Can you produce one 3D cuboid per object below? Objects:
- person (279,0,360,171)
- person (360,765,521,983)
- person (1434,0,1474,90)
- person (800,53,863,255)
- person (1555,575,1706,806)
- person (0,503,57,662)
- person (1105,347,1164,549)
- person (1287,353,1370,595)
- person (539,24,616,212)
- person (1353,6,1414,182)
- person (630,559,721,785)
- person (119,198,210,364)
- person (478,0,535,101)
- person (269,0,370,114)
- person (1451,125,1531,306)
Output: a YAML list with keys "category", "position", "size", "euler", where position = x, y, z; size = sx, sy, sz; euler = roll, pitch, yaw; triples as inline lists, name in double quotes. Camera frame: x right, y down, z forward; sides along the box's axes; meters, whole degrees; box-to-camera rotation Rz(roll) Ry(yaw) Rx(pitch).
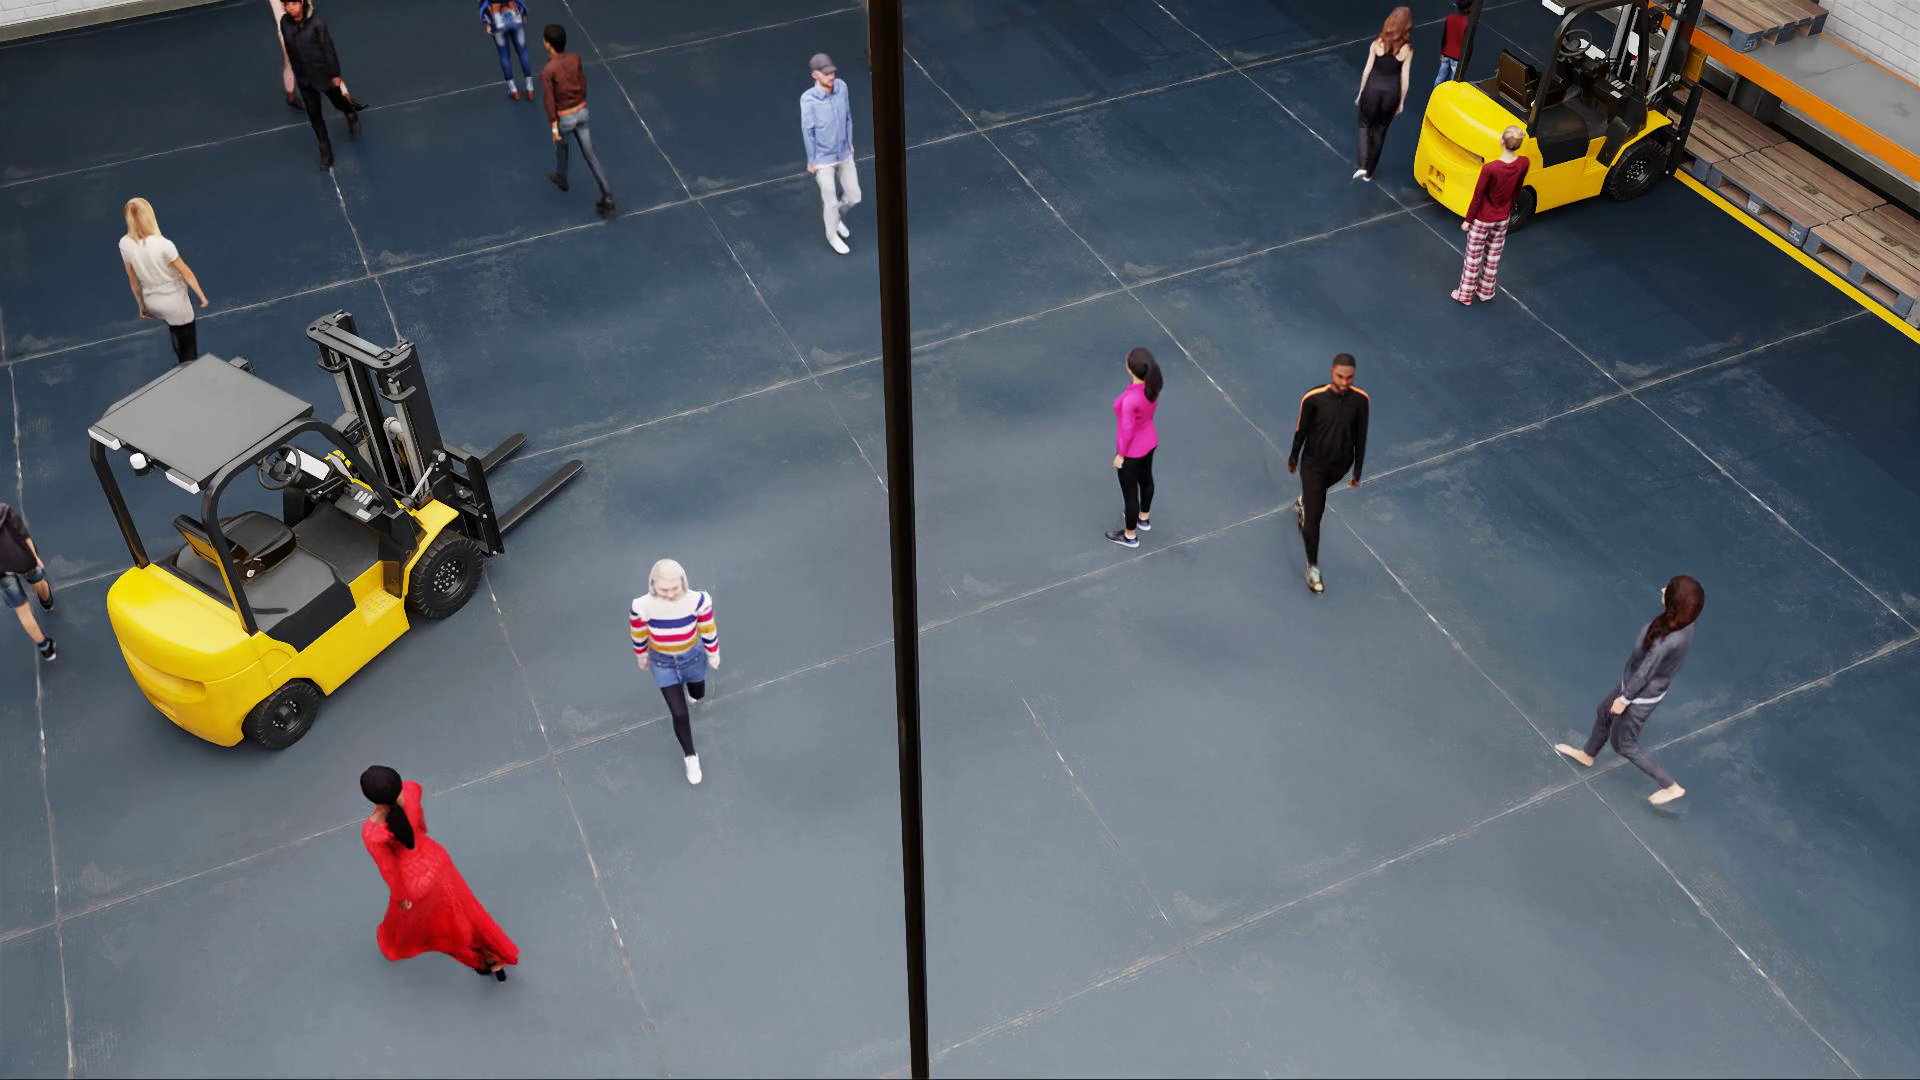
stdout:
- category: "person"
  position: [-6.059, -4.459, 15.713]
  size: [0.942, 1.752, 1.210]
  euler: [-1, 44, -1]
- category: "person"
  position: [-2.881, 1.866, 9.094]
  size: [1.200, 1.735, 1.110]
  euler: [16, 46, 16]
- category: "person"
  position: [4.890, -4.798, 16.429]
  size: [0.609, 1.256, 0.487]
  euler: [-30, 51, -28]
- category: "person"
  position: [-1.164, -3.408, 14.517]
  size: [0.737, 1.881, 0.735]
  euler: [-28, 50, -26]
- category: "person"
  position: [4.205, 0.935, 10.055]
  size: [1.124, 1.746, 0.974]
  euler: [23, 48, 22]
- category: "person"
  position: [-6.312, 0.198, 11.074]
  size: [0.578, 1.409, 0.990]
  euler: [-22, 48, -21]
- category: "person"
  position: [1.262, -0.662, 11.774]
  size: [0.697, 1.699, 0.672]
  euler: [26, 49, 25]
- category: "person"
  position: [2.550, -0.606, 11.664]
  size: [0.962, 1.760, 1.299]
  euler: [-2, 44, -2]
- category: "person"
  position: [-3.442, -3.761, 14.991]
  size: [1.258, 1.738, 0.970]
  euler: [32, 52, 29]
- category: "person"
  position: [3.857, -4.031, 15.279]
  size: [0.847, 1.733, 0.919]
  euler: [11, 45, 11]
- category: "person"
  position: [-1.753, 0.666, 10.318]
  size: [0.806, 1.776, 1.124]
  euler: [-9, 44, -10]
- category: "person"
  position: [-6.140, -1.765, 12.842]
  size: [0.759, 1.813, 0.793]
  euler: [1, 44, 1]
- category: "person"
  position: [-4.477, -5.133, 16.519]
  size: [0.633, 1.617, 0.560]
  euler: [-16, 46, -16]
- category: "person"
  position: [-6.534, -4.897, 16.238]
  size: [1.221, 1.663, 1.144]
  euler: [15, 46, 15]
- category: "person"
  position: [4.454, -2.725, 13.933]
  size: [0.629, 1.697, 0.527]
  euler: [-13, 45, -14]
